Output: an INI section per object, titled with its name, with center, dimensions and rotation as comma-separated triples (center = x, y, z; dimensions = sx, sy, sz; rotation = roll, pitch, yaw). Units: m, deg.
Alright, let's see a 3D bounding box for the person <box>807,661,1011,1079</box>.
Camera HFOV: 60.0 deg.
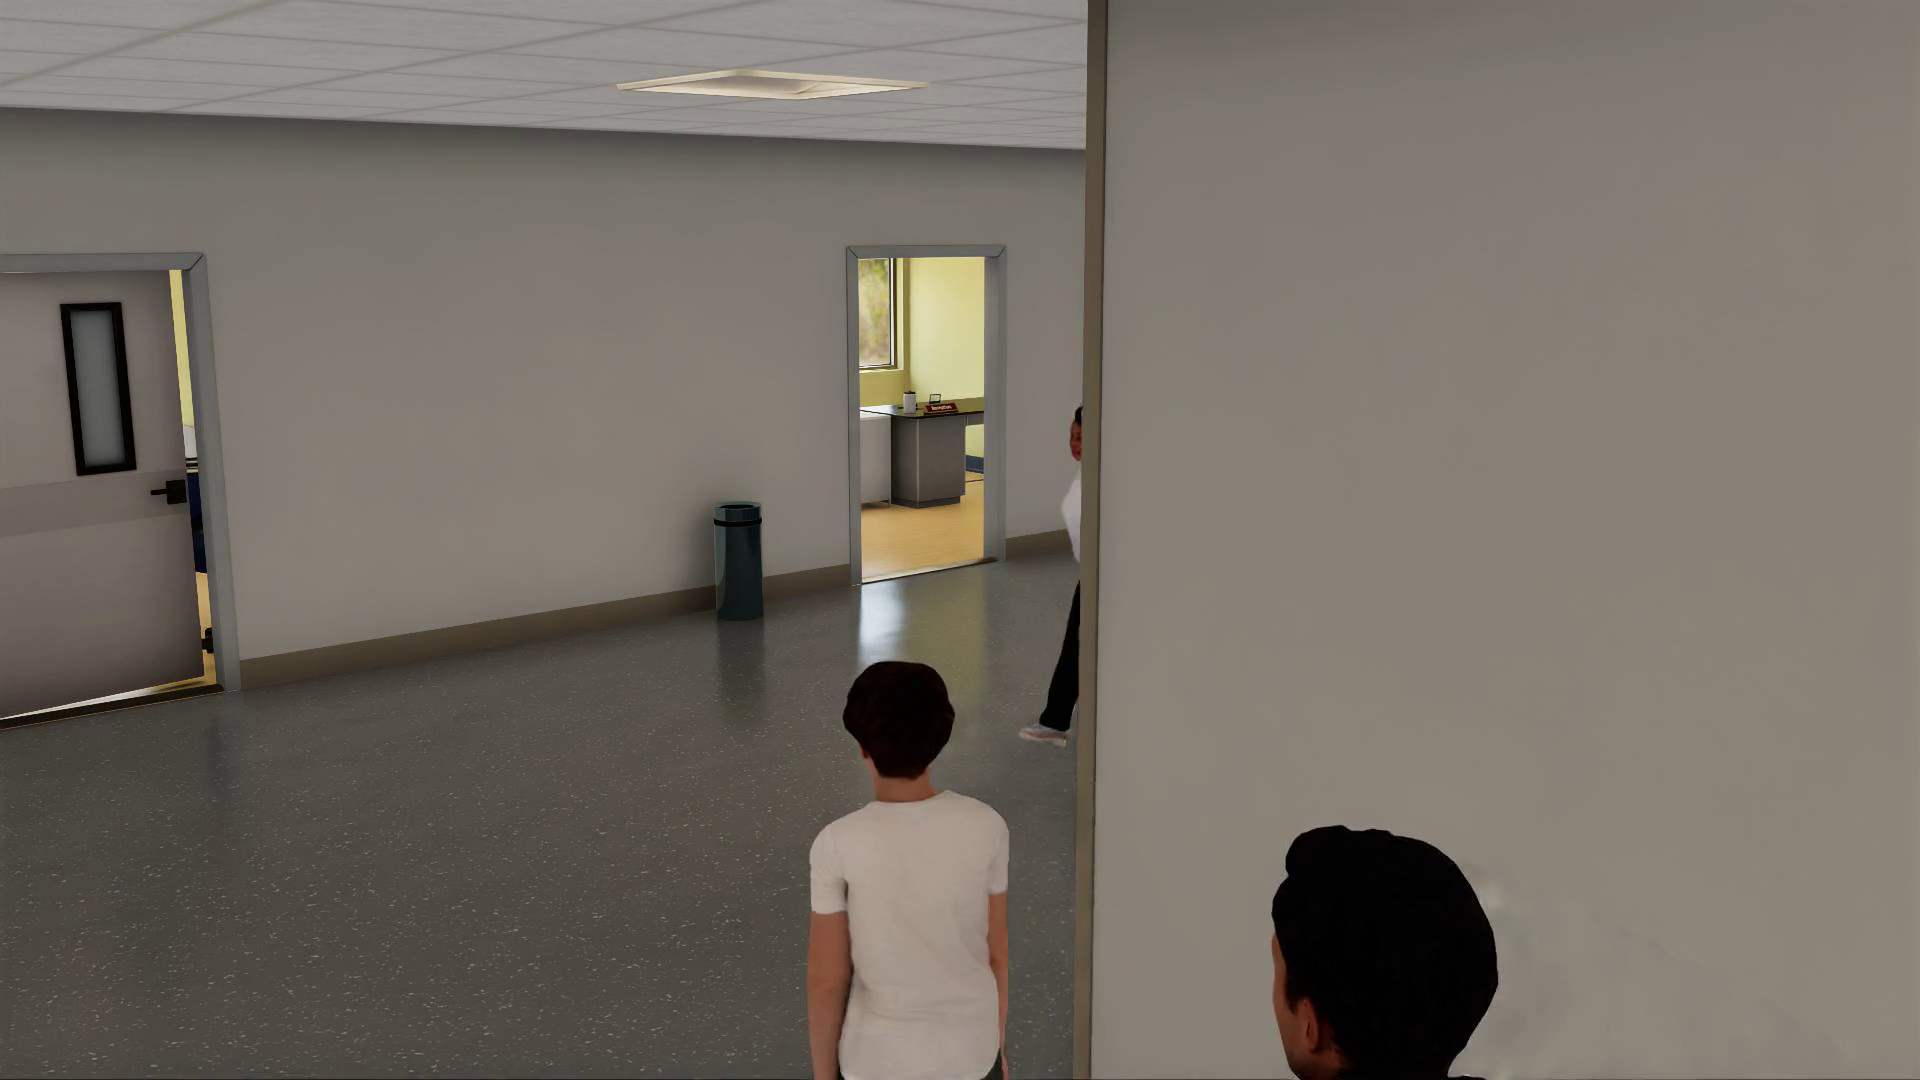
[person]
center = -0.059, 1.056, 3.149
dimensions = 0.894, 1.640, 0.860
rotation = -2, 11, -12
